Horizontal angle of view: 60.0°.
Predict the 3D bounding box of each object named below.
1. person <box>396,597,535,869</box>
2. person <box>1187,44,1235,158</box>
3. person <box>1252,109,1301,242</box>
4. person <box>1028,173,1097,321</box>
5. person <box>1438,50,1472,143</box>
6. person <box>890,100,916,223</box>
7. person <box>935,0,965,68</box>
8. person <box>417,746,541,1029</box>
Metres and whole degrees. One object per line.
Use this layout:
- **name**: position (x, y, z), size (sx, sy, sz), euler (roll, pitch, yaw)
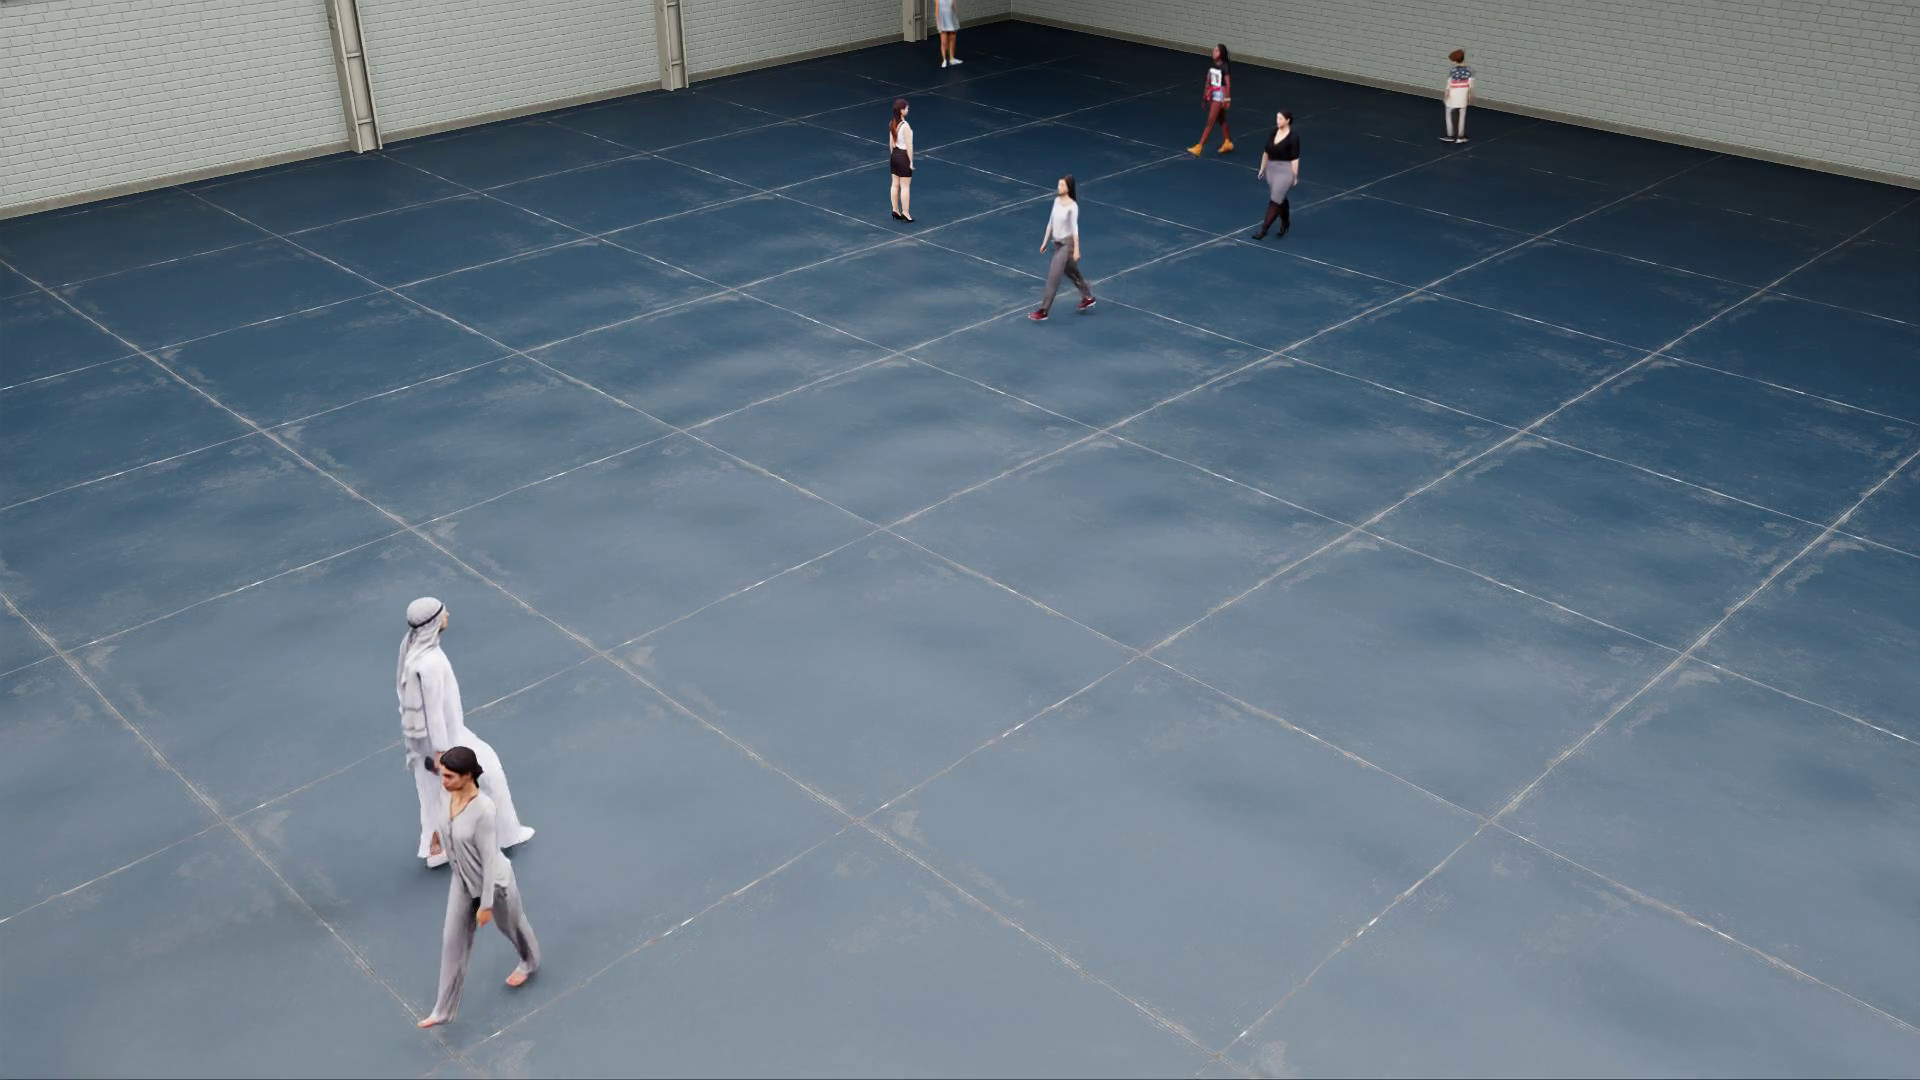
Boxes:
- **person**: position (-3.321, 1.238, 10.348), size (1.042, 1.907, 0.847), euler (-16, 32, -27)
- **person**: position (4.026, -6.742, 25.580), size (1.241, 1.674, 0.819), euler (-15, 32, -26)
- **person**: position (4.289, -4.796, 21.876), size (1.099, 1.722, 0.811), euler (-17, 32, -29)
- **person**: position (1.287, -3.397, 19.285), size (1.230, 1.687, 0.862), euler (-14, 31, -24)
- **person**: position (7.942, -7.057, 26.442), size (0.692, 1.420, 0.735), euler (6, 29, 11)
- **person**: position (-0.800, -5.155, 22.627), size (0.505, 1.650, 0.544), euler (-24, 36, -37)
- **person**: position (-0.237, -9.712, 31.136), size (0.718, 1.694, 0.897), euler (-19, 34, -32)
- **person**: position (-2.617, 1.869, 9.348), size (0.771, 1.733, 1.126), euler (17, 32, 29)
